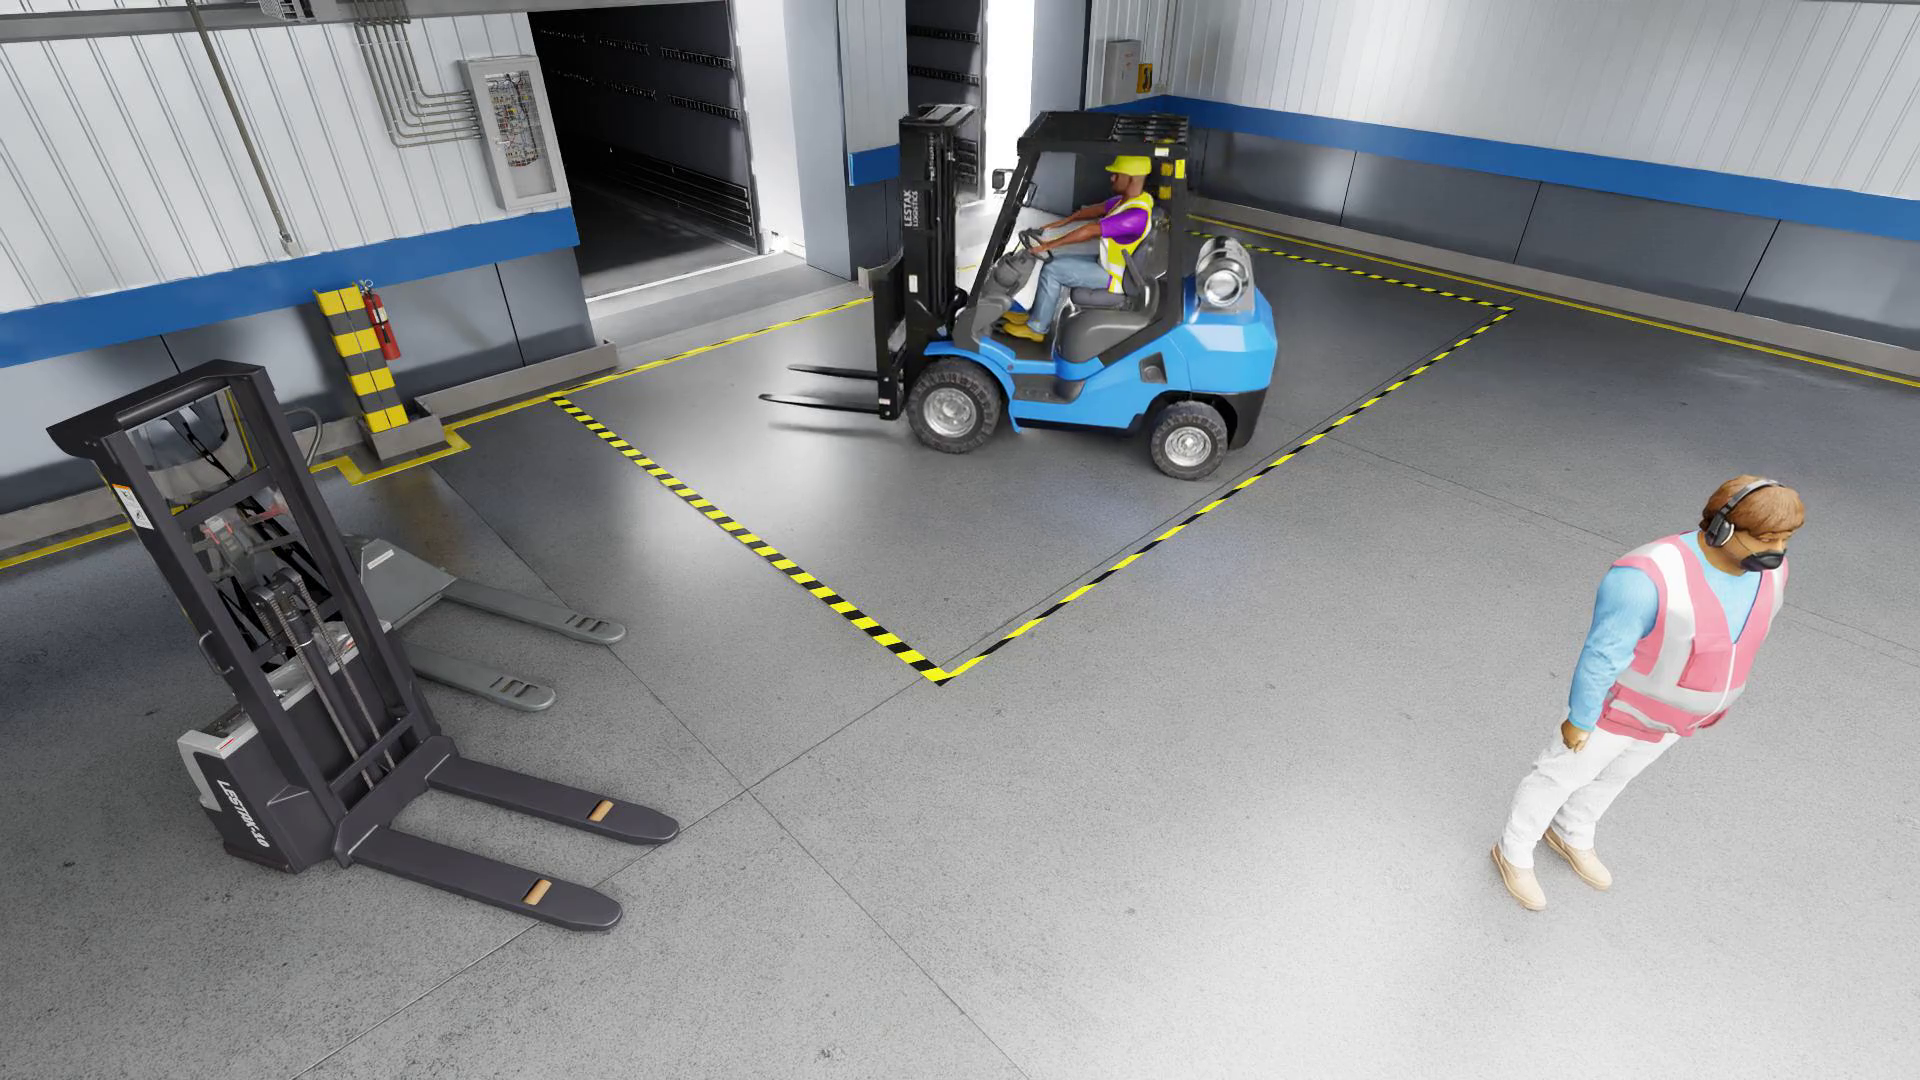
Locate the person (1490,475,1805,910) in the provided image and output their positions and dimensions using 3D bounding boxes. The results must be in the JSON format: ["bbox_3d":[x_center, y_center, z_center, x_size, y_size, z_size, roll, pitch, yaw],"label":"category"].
[{"bbox_3d":[2.414,0.587,3.248,0.623,1.844,0.431,-7,35,-10],"label":"person"}]

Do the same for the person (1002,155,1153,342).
[{"bbox_3d":[0.784,-2.004,6.272,1.004,1.293,0.635,7,35,10],"label":"person"}]

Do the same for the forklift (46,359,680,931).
[{"bbox_3d":[-2.135,0.422,3.354,1.885,1.965,0.823,10,35,14],"label":"forklift"}]

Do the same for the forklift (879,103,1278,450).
[{"bbox_3d":[0.840,-1.838,6.361,2.680,2.036,1.157,7,35,10],"label":"forklift"}]

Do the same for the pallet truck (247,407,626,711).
[{"bbox_3d":[-2.628,0.038,4.590,1.601,1.201,0.680,12,36,18],"label":"pallet truck"}]
